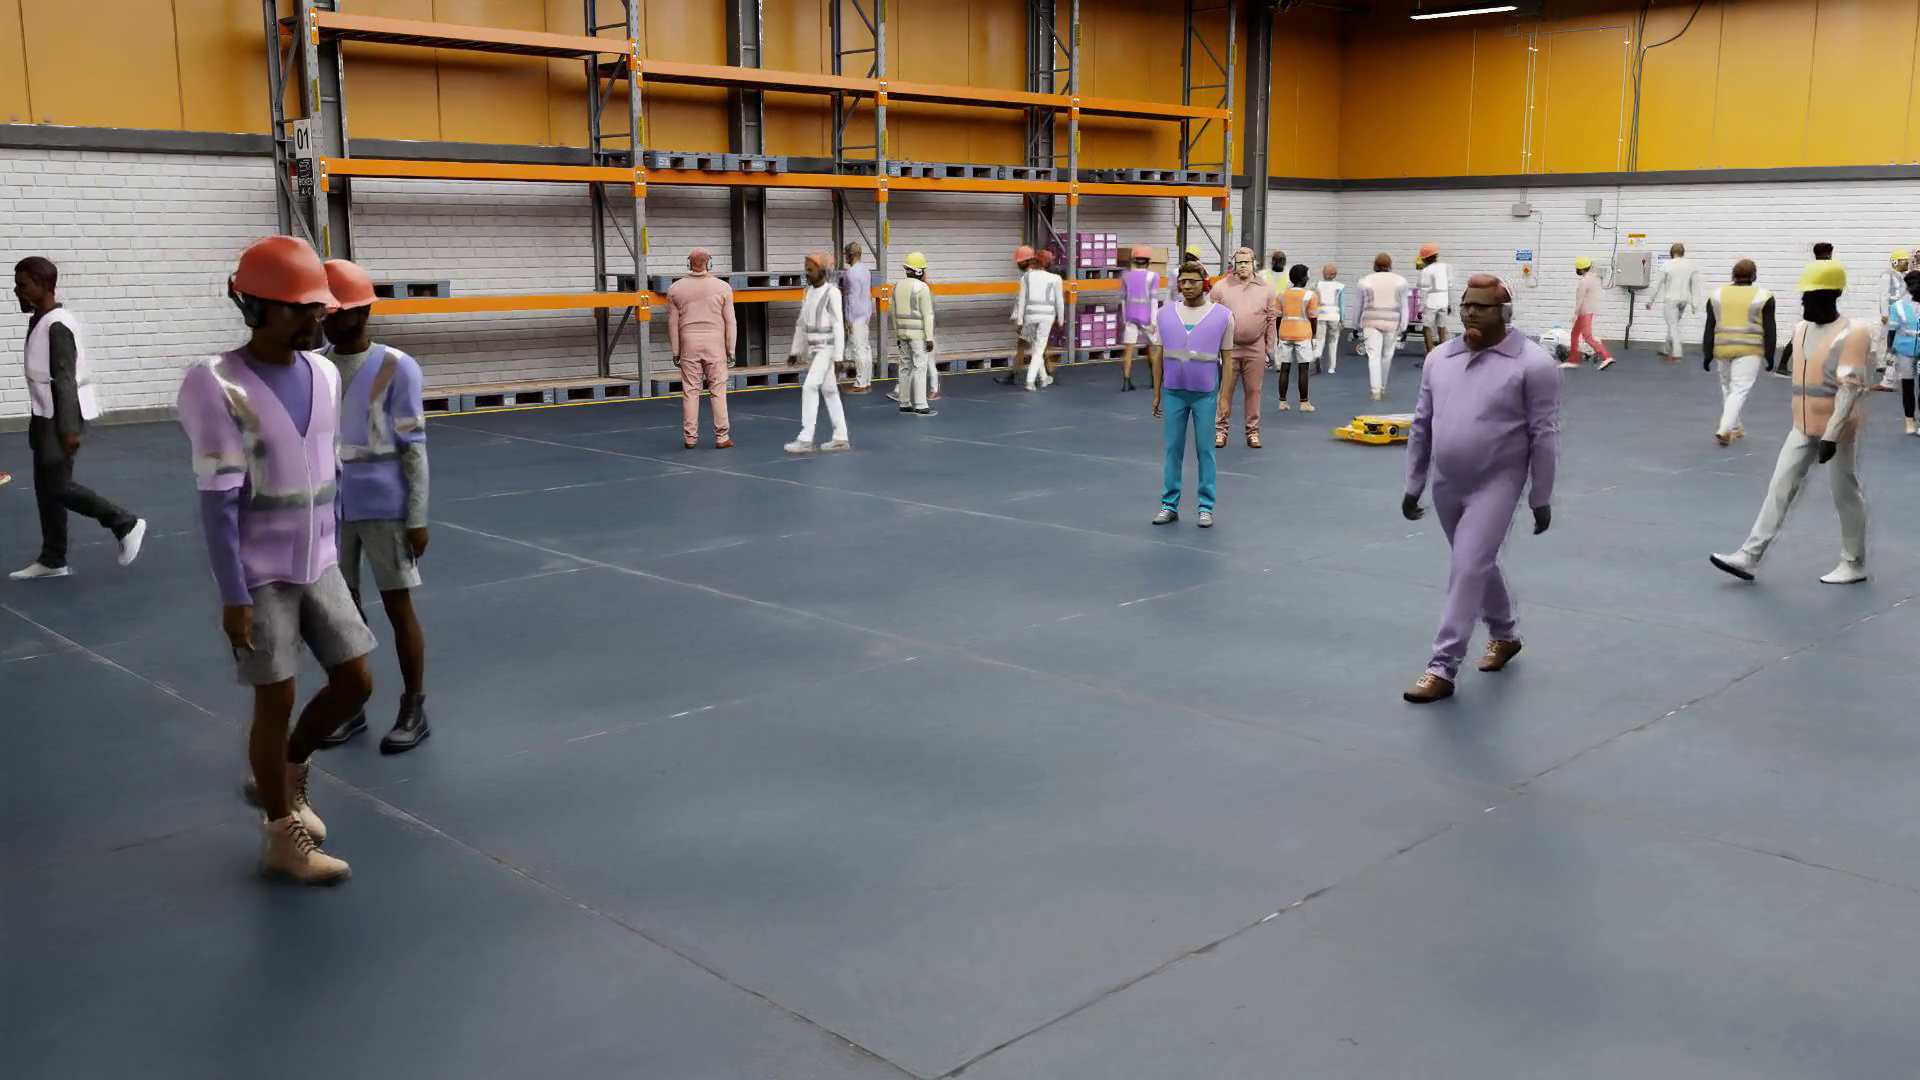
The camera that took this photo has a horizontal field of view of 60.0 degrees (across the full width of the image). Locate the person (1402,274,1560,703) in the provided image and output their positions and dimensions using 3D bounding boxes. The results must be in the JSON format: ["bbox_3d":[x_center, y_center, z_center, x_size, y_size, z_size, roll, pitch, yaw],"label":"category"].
[{"bbox_3d":[2.315,-0.253,7.449,1.022,1.863,0.653,-8,13,-38],"label":"person"}]

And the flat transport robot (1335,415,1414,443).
[{"bbox_3d":[4.515,-1.119,16.476,1.431,0.197,0.652,-3,11,-18],"label":"flat transport robot"}]

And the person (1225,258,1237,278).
[{"bbox_3d":[3.975,-3.162,23.479,0.519,1.798,0.935,4,11,19],"label":"person"}]

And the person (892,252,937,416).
[{"bbox_3d":[-0.499,-2.305,18.682,0.404,1.831,0.600,-10,14,-42],"label":"person"}]

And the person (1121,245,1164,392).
[{"bbox_3d":[2.385,-2.905,21.827,0.552,1.878,0.998,5,12,27],"label":"person"}]

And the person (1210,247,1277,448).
[{"bbox_3d":[2.683,-1.820,15.837,0.651,1.906,0.403,1,10,4],"label":"person"}]

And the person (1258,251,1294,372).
[{"bbox_3d":[4.712,-3.417,24.893,0.628,1.796,0.992,1,10,7],"label":"person"}]

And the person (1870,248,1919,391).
[{"bbox_3d":[12.294,-2.796,21.298,0.658,1.862,0.981,-5,12,-26],"label":"person"}]

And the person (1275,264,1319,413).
[{"bbox_3d":[3.849,-2.306,19.048,0.535,1.699,0.322,8,13,36],"label":"person"}]

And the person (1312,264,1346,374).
[{"bbox_3d":[5.333,-3.204,24.170,0.524,1.611,0.653,4,11,20],"label":"person"}]

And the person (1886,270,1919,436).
[{"bbox_3d":[9.581,-1.865,16.707,0.547,1.666,0.649,7,12,33],"label":"person"}]

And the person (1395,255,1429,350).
[{"bbox_3d":[8.043,-4.160,29.170,0.925,1.678,0.518,3,11,18],"label":"person"}]

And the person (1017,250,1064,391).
[{"bbox_3d":[1.062,-2.887,21.876,0.603,1.828,1.022,5,11,24],"label":"person"}]

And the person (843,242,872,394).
[{"bbox_3d":[-1.312,-2.827,21.240,0.351,1.936,0.634,2,11,13],"label":"person"}]

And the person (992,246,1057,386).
[{"bbox_3d":[0.904,-3.002,22.379,0.914,1.880,0.544,-1,10,-8],"label":"person"}]

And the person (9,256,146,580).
[{"bbox_3d":[-5.288,-0.712,9.797,0.667,1.902,0.614,-8,13,-37],"label":"person"}]

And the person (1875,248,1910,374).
[{"bbox_3d":[13.638,-3.330,24.258,0.591,1.837,0.403,-7,12,-33],"label":"person"}]

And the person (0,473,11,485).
[{"bbox_3d":[-7.811,-1.297,12.857,0.915,1.957,0.642,-10,14,-42],"label":"person"}]

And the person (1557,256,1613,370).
[{"bbox_3d":[9.484,-3.421,25.073,0.818,1.723,0.523,5,12,27],"label":"person"}]

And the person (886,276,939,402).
[{"bbox_3d":[-0.542,-2.476,20.289,0.503,1.585,0.842,8,13,37],"label":"person"}]

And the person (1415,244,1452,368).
[{"bbox_3d":[7.274,-3.569,25.441,0.673,1.891,0.383,-6,12,-28],"label":"person"}]

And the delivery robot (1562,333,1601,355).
[{"bbox_3d":[9.894,-3.143,26.483,0.477,0.478,0.707,-1,10,-8],"label":"delivery robot"}]

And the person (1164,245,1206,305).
[{"bbox_3d":[3.289,-3.394,24.473,0.666,1.879,0.417,-1,10,-3],"label":"person"}]

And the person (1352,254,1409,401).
[{"bbox_3d":[5.199,-2.645,20.646,0.652,1.789,0.947,1,10,5],"label":"person"}]

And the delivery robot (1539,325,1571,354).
[{"bbox_3d":[9.769,-3.275,27.199,0.477,0.478,0.707,9,14,41],"label":"delivery robot"}]

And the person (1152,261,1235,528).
[{"bbox_3d":[1.620,-1.015,11.607,0.565,1.846,0.390,4,11,22],"label":"person"}]

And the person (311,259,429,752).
[{"bbox_3d":[-2.358,-0.124,6.521,0.558,1.929,0.374,2,11,13],"label":"person"}]

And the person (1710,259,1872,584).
[{"bbox_3d":[4.880,-0.657,9.570,0.994,1.874,0.612,-3,11,-14],"label":"person"}]

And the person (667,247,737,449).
[{"bbox_3d":[-2.430,-1.811,15.773,0.643,1.913,0.410,0,10,0],"label":"person"}]

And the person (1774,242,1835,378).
[{"bbox_3d":[12.076,-3.220,23.433,1.008,1.914,0.607,6,12,30],"label":"person"}]

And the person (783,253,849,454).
[{"bbox_3d":[-1.387,-1.730,15.478,0.841,1.849,0.592,-5,12,-26],"label":"person"}]

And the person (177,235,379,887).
[{"bbox_3d":[-2.088,0.083,5.140,0.483,2.020,0.608,5,12,26],"label":"person"}]

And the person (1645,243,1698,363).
[{"bbox_3d":[11.428,-3.814,26.752,0.648,1.891,0.993,-2,11,-13],"label":"person"}]

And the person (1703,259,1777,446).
[{"bbox_3d":[7.532,-1.815,16.108,0.630,1.805,0.953,10,15,44],"label":"person"}]

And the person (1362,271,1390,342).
[{"bbox_3d":[7.421,-4.153,29.437,0.845,1.586,0.517,-5,12,-26],"label":"person"}]
